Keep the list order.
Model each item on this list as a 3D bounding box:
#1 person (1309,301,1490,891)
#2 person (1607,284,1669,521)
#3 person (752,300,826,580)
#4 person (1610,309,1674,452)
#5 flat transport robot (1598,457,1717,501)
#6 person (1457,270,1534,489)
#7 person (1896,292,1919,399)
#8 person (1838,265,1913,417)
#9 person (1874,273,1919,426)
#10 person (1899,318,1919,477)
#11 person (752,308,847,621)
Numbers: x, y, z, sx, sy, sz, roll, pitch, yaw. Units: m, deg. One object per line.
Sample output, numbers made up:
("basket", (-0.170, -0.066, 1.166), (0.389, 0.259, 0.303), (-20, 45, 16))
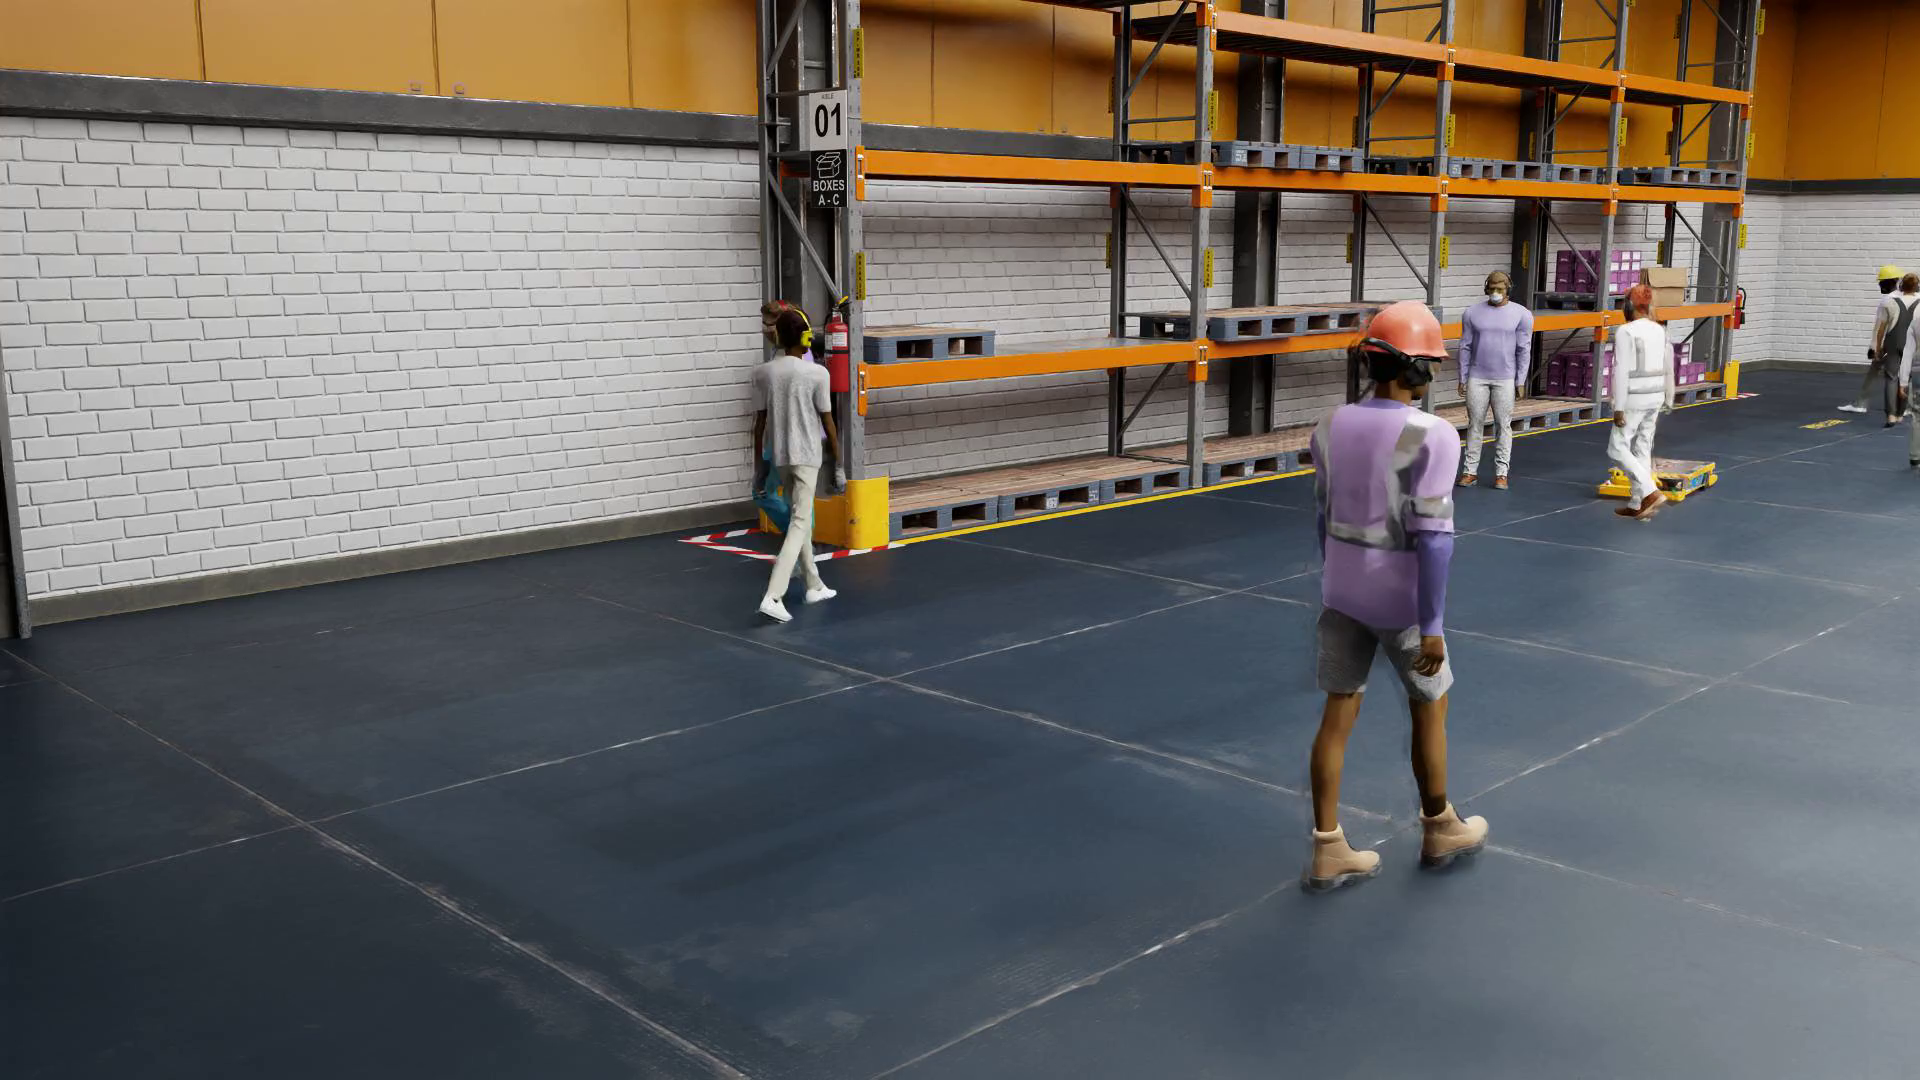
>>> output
("person", (1.554, 0.188, 5.793), (0.908, 2.008, 0.642), (-8, 13, -36))
("person", (5.342, -1.057, 13.001), (0.595, 1.864, 0.556), (-6, 12, -30))
("person", (-1.109, -0.634, 10.791), (0.445, 1.822, 0.573), (-5, 11, -25))
("person", (6.047, -1.251, 14.769), (0.513, 1.600, 0.818), (5, 12, 26))
("flat transport robot", (6.134, -0.550, 14.572), (0.652, 0.197, 1.431), (7, 13, 35))
("person", (4.729, -1.420, 14.772), (0.630, 1.938, 0.372), (6, 12, 28))
("person", (12.163, -2.506, 20.981), (0.656, 1.829, 0.442), (-1, 10, -7))
("person", (11.554, -2.476, 20.721), (0.977, 1.875, 0.600), (10, 14, 42))
("person", (11.127, -2.246, 19.669), (0.535, 1.805, 0.958), (5, 11, 25))
("person", (9.191, -1.502, 15.633), (0.603, 1.779, 0.880), (8, 13, 37))
("person", (-0.977, -0.449, 9.828), (0.521, 1.835, 0.955), (6, 12, 30))
